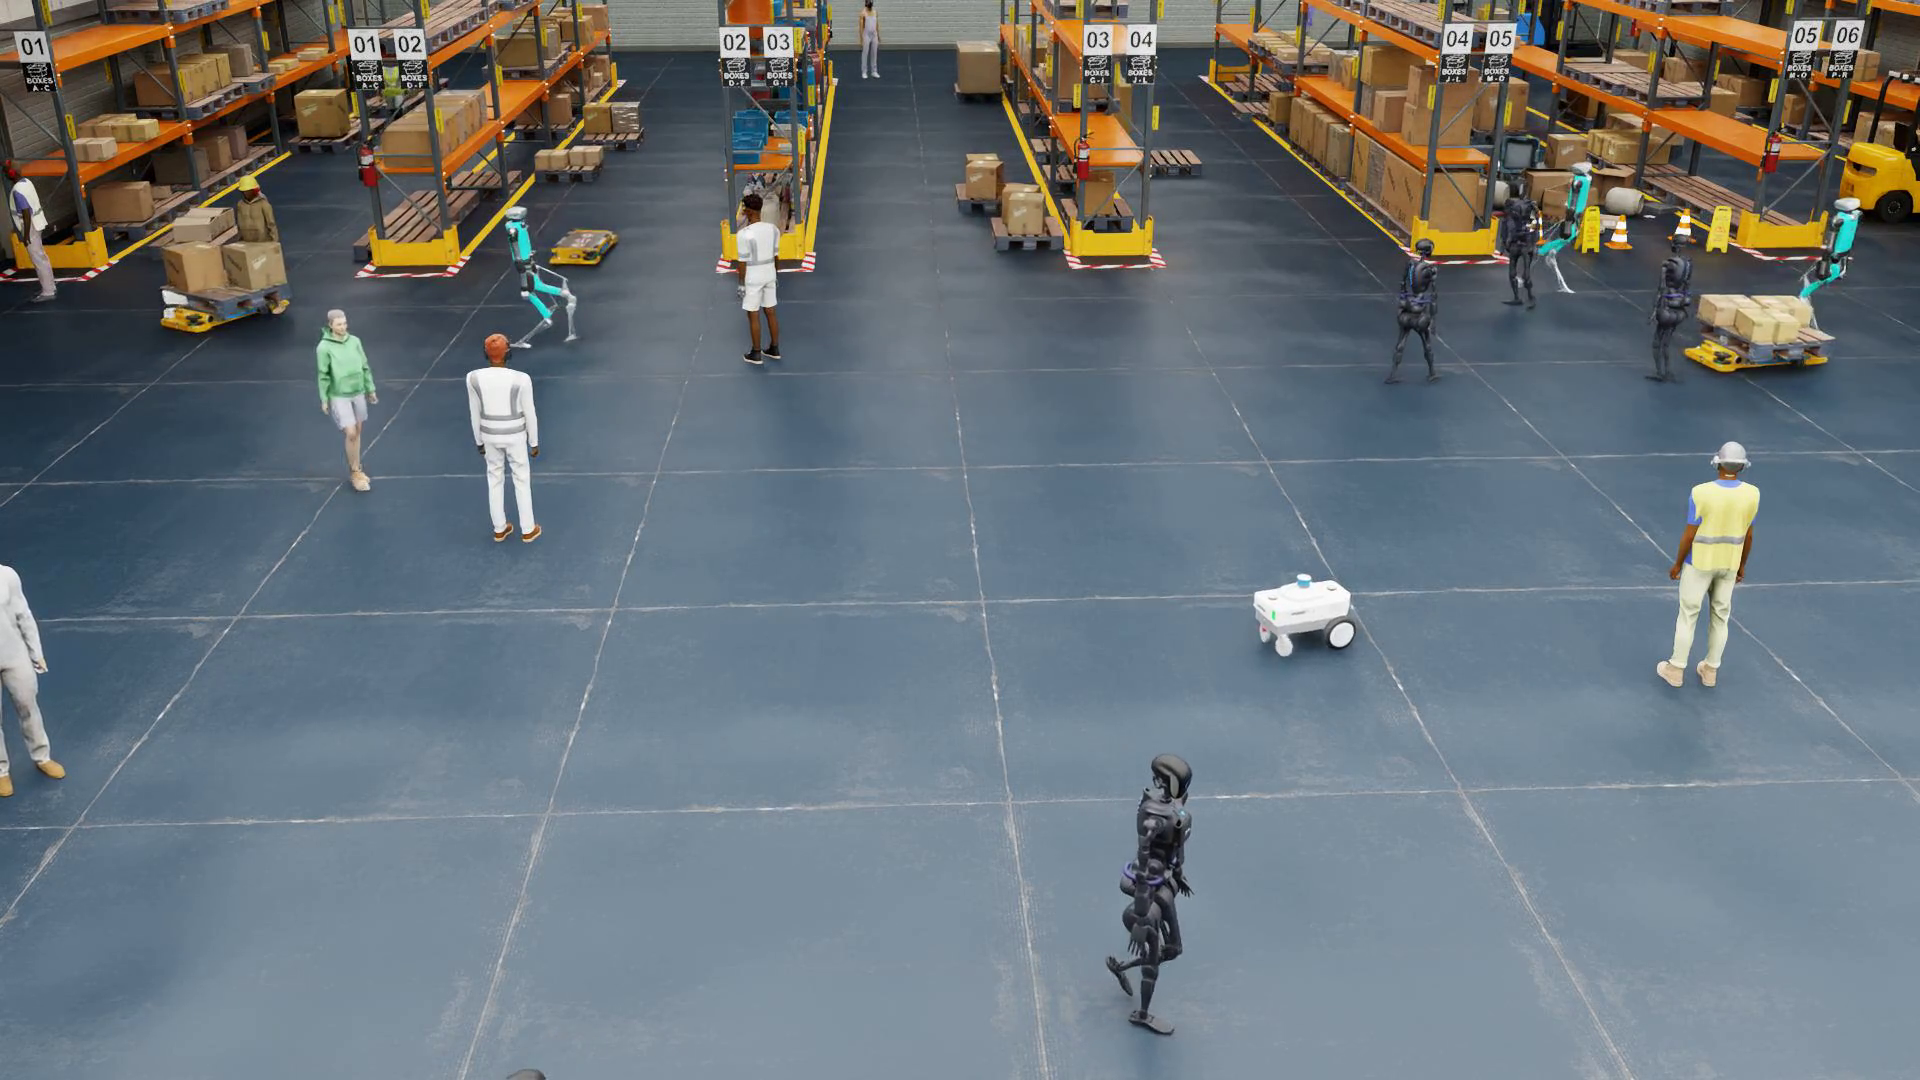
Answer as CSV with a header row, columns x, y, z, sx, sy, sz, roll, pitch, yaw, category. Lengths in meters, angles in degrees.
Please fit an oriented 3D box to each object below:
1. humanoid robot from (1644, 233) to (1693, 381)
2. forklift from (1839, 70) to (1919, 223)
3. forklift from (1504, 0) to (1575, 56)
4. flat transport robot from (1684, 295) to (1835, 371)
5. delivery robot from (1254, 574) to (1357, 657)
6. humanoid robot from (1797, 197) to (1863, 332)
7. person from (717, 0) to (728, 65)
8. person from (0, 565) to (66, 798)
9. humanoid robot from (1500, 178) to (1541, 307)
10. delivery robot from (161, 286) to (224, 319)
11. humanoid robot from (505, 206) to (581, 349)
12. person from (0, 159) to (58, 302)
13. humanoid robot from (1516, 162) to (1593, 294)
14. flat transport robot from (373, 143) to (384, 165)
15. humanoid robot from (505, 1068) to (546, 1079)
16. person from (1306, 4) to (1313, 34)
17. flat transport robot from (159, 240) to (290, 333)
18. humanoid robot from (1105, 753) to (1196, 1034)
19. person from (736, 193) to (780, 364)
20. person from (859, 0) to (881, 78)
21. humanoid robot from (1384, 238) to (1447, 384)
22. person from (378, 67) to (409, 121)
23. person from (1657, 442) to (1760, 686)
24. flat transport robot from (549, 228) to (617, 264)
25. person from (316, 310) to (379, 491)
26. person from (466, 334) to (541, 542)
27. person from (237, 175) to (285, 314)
x,y,z,sx,sy,sz,roll,pitch,yaw,category
7.941,-2.607,18.599,0.586,1.645,0.337,-15,28,-31,humanoid robot
15.132,-6.143,25.915,2.313,2.155,1.214,-1,24,-2,forklift
14.700,-13.805,42.301,1.873,2.768,1.129,-1,24,-2,forklift
9.288,-2.186,19.383,1.431,0.231,0.659,-5,25,-12,flat transport robot
2.669,0.557,12.874,0.770,0.599,0.513,-8,25,-17,delivery robot
10.346,-3.284,20.061,0.574,1.780,0.720,-16,29,-32,humanoid robot
-5.835,-12.570,40.886,0.563,1.746,0.559,-10,26,-22,person
-6.241,0.775,10.745,0.566,1.889,0.385,-20,31,-38,person
7.209,-3.817,21.314,0.408,1.636,0.599,-18,30,-35,humanoid robot
-9.608,-2.997,20.876,0.816,0.612,0.499,-2,24,-4,delivery robot
-4.861,-3.043,19.566,1.030,1.761,0.538,-1,24,-1,humanoid robot
-12.039,-4.017,21.562,0.374,1.840,0.567,-8,25,-17,person
7.782,-4.128,21.984,0.910,1.795,0.547,15,28,31,humanoid robot
-10.342,-7.040,30.290,0.659,0.231,1.431,-1,24,-2,flat transport robot
-1.681,2.773,6.538,0.594,1.630,0.717,12,27,24,humanoid robot
8.625,-12.784,41.344,0.712,1.778,0.594,-3,24,-6,person
-9.291,-2.922,21.039,0.659,0.231,1.431,13,27,27,flat transport robot
0.955,1.814,8.670,0.461,1.639,0.613,12,27,25,humanoid robot
-2.322,-3.011,19.172,0.369,1.958,0.596,19,30,37,person
-2.098,-11.796,39.018,0.530,1.861,0.386,-13,27,-27,person
5.111,-2.557,18.510,0.676,1.640,0.600,-12,27,-25,humanoid robot
-10.913,-8.554,31.986,0.547,1.641,0.887,-2,24,-5,person
5.444,0.194,12.044,0.523,1.893,0.401,1,24,2,person
-5.420,-4.229,23.975,0.659,0.231,1.431,1,24,1,flat transport robot
-5.689,-1.307,15.605,0.601,1.723,0.508,17,29,34,person
-3.950,-0.876,14.473,0.566,1.878,0.354,0,24,0,person
-8.860,-3.747,21.063,0.538,1.757,0.414,3,24,7,person
